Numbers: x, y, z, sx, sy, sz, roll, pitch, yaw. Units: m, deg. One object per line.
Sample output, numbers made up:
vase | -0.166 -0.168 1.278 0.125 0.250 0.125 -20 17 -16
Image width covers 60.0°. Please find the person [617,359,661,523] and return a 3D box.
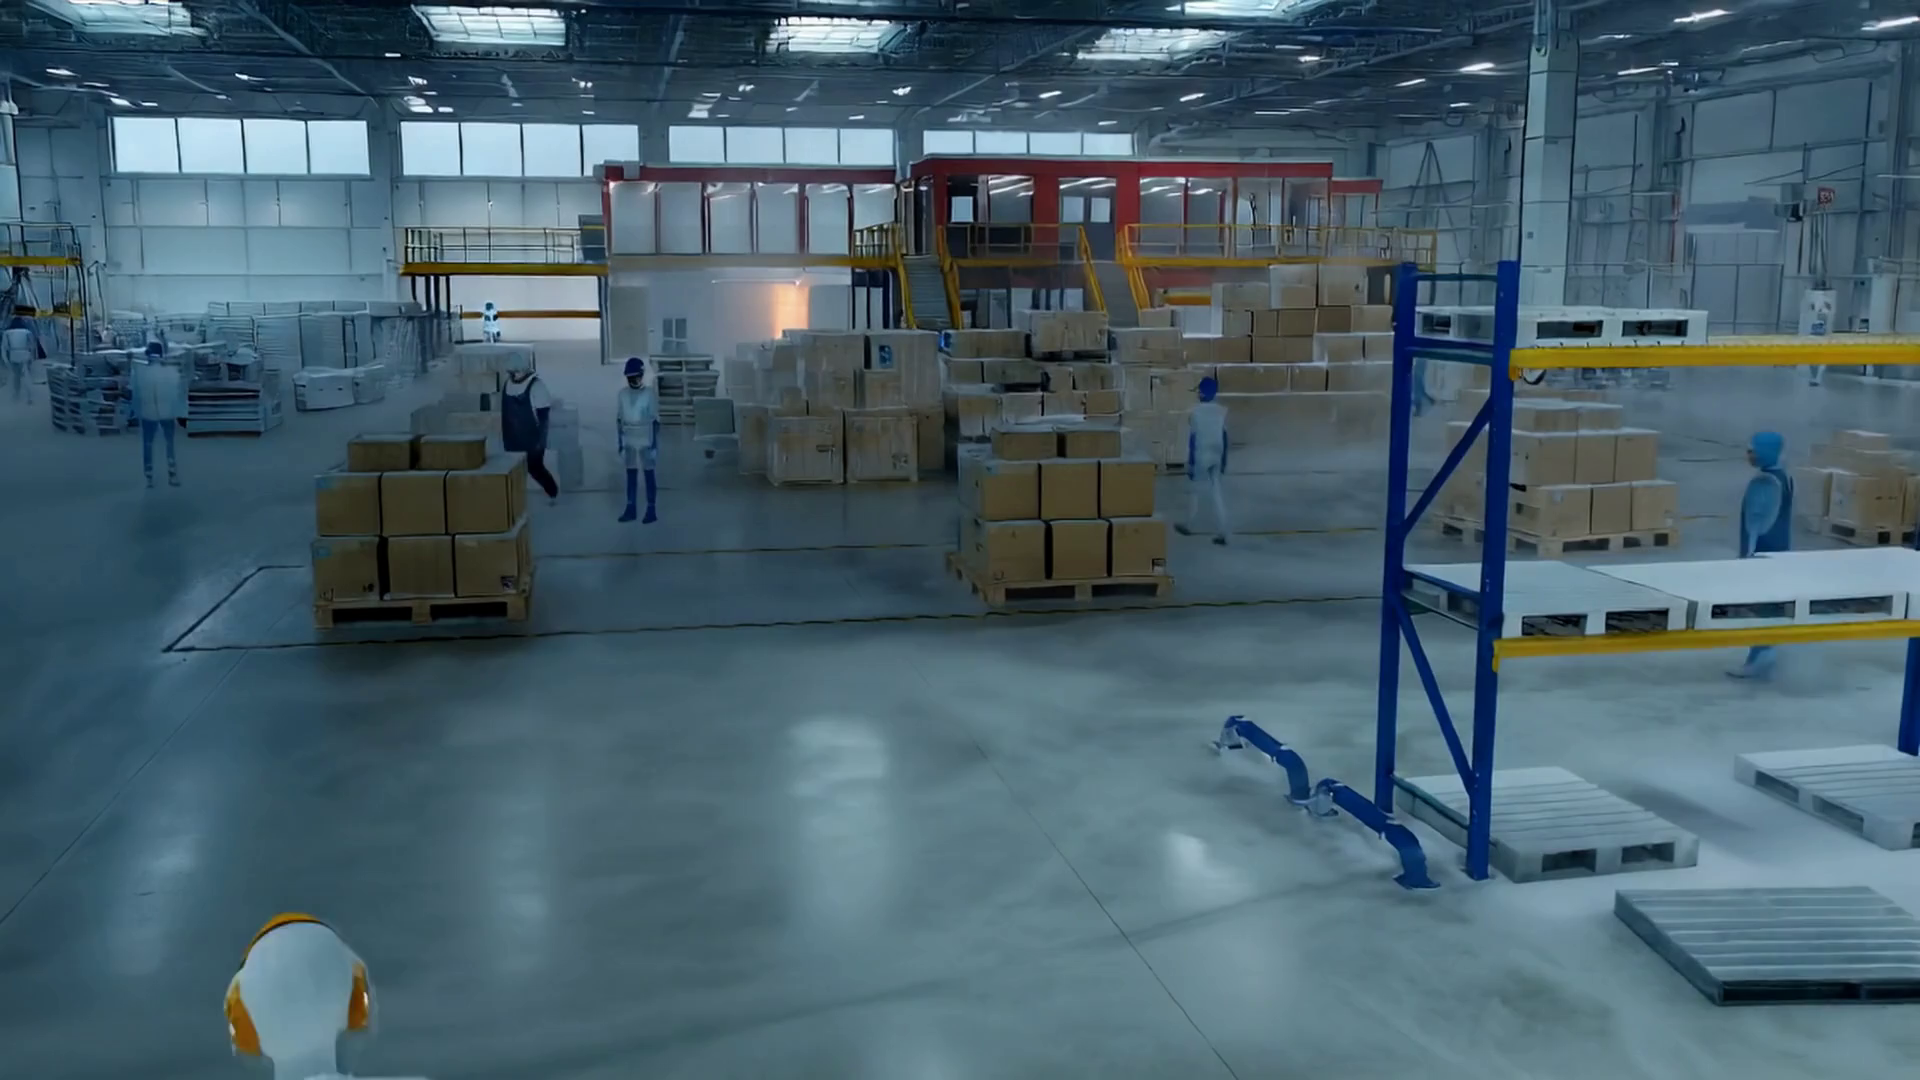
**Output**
person | -3.789 -1.161 19.563 0.543 1.939 0.370 3 10 20

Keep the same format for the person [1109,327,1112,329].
person | 2.788 -3.120 31.605 0.549 1.901 0.589 -2 10 -13

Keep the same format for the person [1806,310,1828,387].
person | 21.677 -4.837 42.037 0.585 1.917 0.382 -7 12 -37

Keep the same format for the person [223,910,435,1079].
person | -1.153 1.599 3.048 0.508 1.848 0.411 -6 11 -34

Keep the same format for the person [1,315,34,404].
person | -20.670 -3.953 36.526 0.619 1.977 1.087 -8 12 -40

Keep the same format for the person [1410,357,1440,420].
person | 9.071 -3.288 32.622 0.578 1.919 0.633 4 10 23

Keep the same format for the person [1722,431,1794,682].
person | 5.763 0.132 11.999 0.545 1.833 0.409 -7 12 -36

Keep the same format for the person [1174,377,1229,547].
person | 2.679 -0.862 18.120 0.533 1.817 0.953 -3 10 -16

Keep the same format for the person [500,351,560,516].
person | -5.221 -1.290 20.037 0.686 2.000 0.732 3 10 19

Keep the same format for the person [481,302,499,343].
person | -15.399 -6.861 54.477 0.574 1.885 0.356 -7 12 -36

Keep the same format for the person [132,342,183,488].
person | -10.965 -1.713 22.759 0.623 1.992 0.397 -7 12 -37
